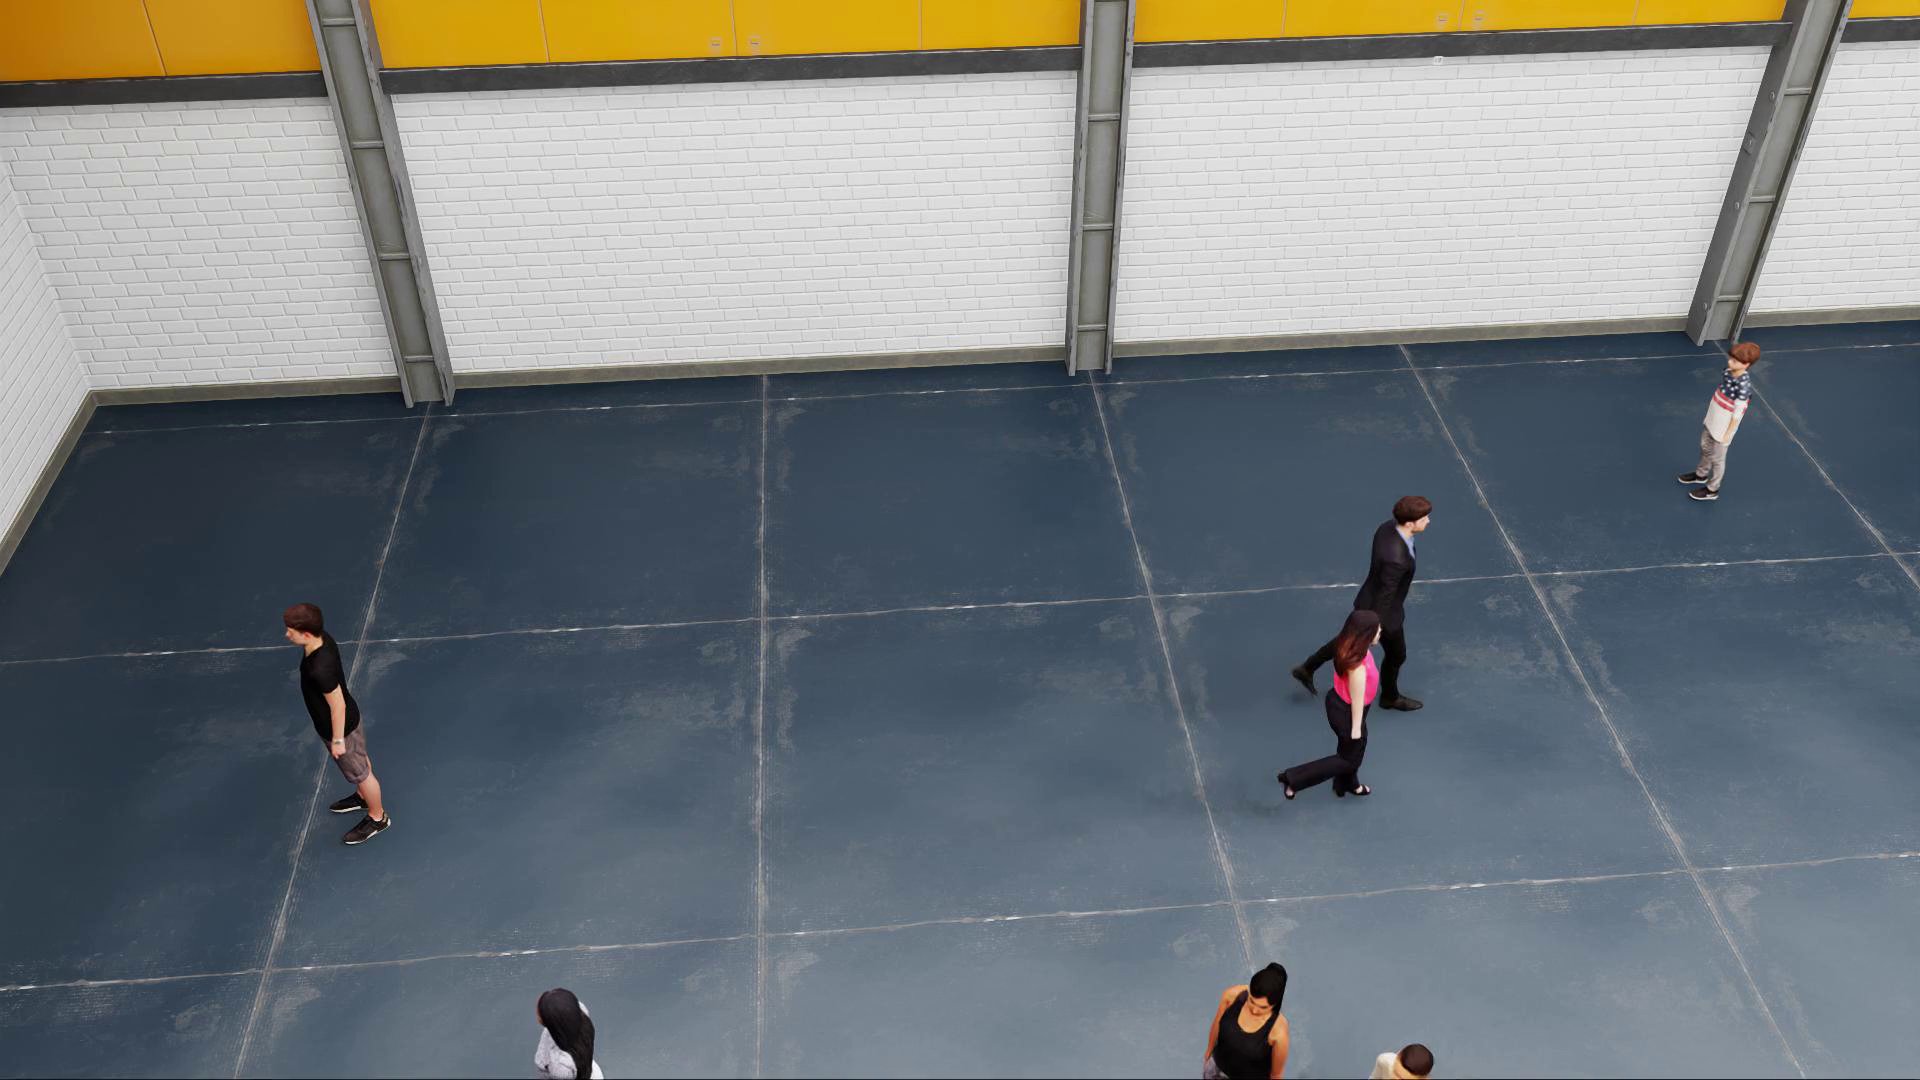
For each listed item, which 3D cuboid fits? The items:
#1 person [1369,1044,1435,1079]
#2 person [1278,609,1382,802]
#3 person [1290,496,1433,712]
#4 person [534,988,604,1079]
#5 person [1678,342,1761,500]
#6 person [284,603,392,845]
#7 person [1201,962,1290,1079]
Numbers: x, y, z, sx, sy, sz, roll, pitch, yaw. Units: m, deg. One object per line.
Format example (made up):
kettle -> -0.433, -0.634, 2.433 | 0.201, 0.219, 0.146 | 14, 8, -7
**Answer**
person -> 2.290, 2.981, 8.545 | 0.715, 1.448, 0.663 | -14, 41, -17
person -> 2.443, 1.121, 10.718 | 0.909, 1.643, 0.641 | 0, 39, 0
person -> 2.787, 0.455, 11.386 | 1.254, 1.849, 0.883 | 3, 39, 3
person -> -1.955, 2.843, 8.496 | 0.556, 1.725, 0.626 | 2, 39, 2
person -> 6.211, -0.992, 13.527 | 0.472, 1.439, 0.507 | -2, 39, -2
person -> -3.943, 1.128, 10.534 | 0.732, 1.862, 0.758 | -19, 42, -22
person -> 1.537, 2.710, 8.718 | 0.735, 1.655, 0.790 | 32, 48, 33
